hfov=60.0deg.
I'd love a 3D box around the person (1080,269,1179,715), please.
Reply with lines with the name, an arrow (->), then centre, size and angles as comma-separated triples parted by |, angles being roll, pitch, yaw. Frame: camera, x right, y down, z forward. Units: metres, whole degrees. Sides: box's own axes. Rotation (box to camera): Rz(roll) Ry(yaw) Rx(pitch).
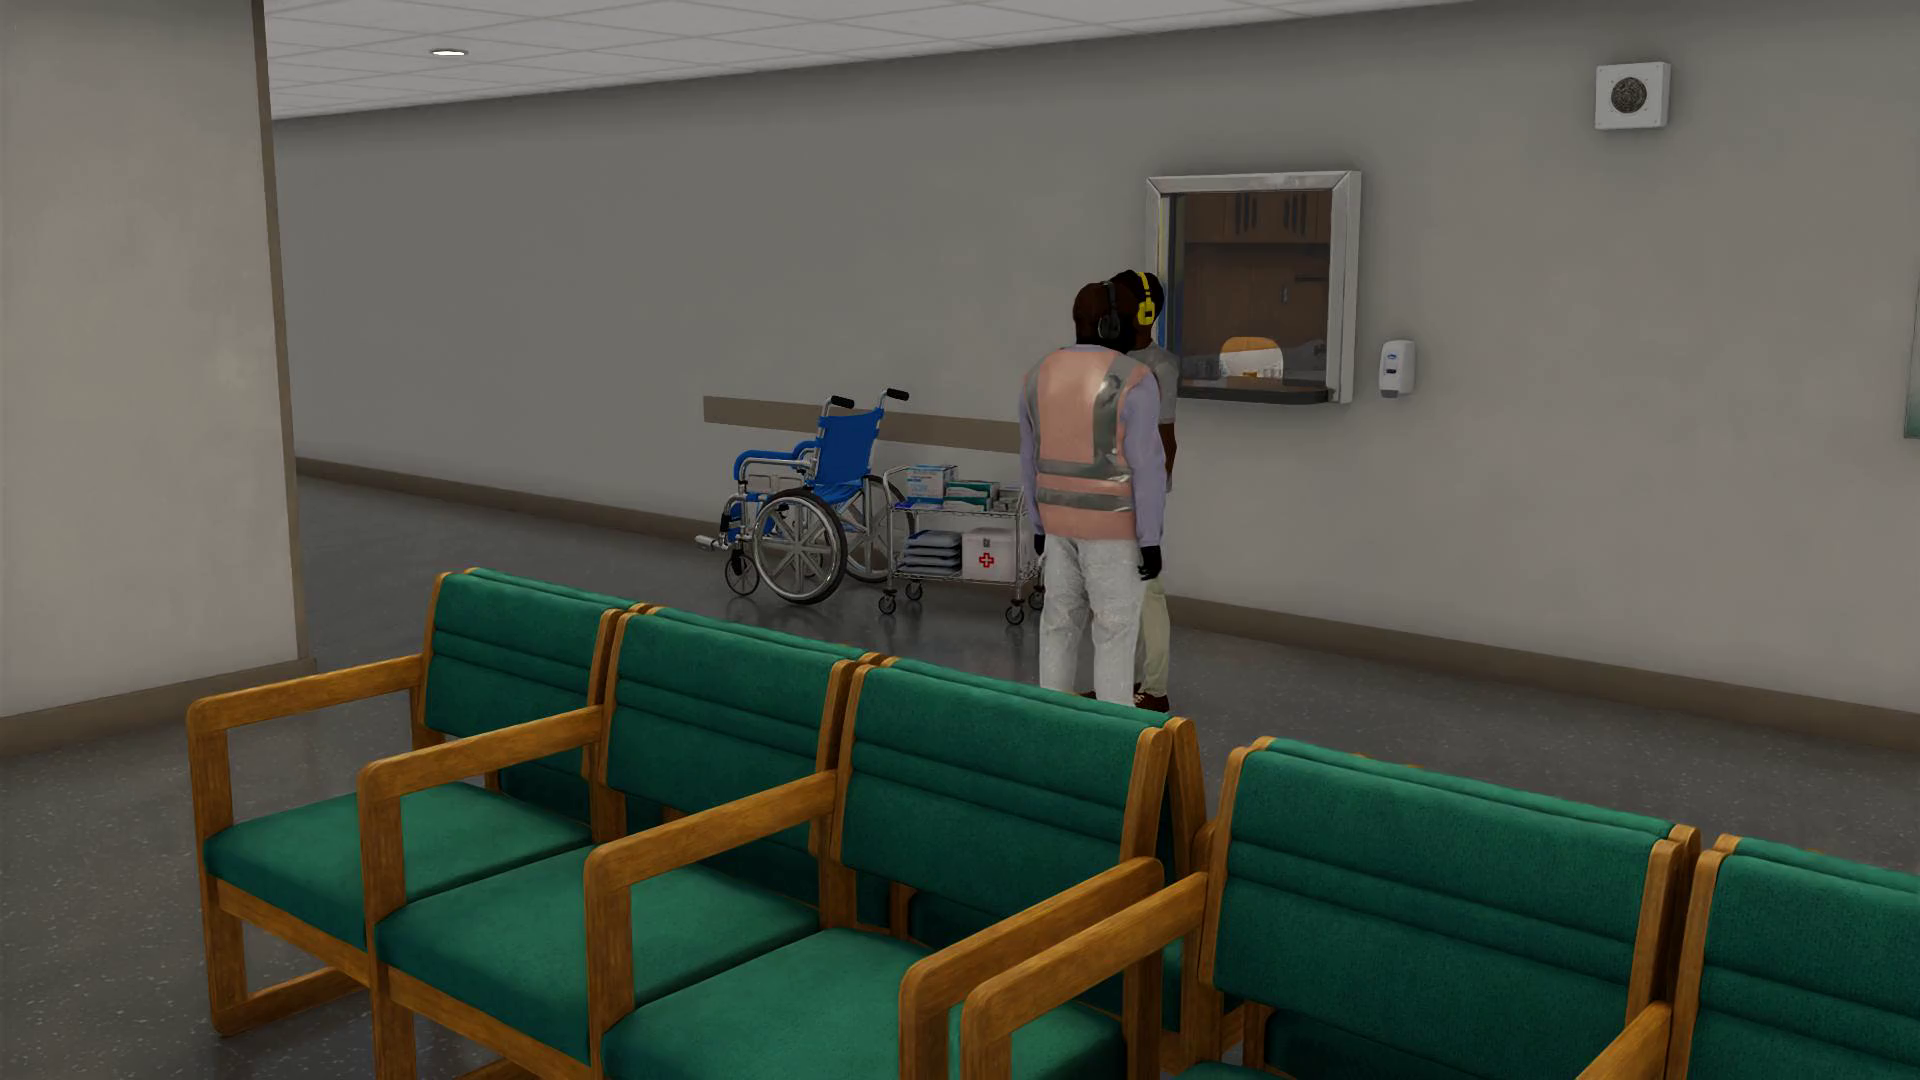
person -> 0.712, -0.179, 6.923 | 0.328, 1.872, 0.513 | -4, 11, -20

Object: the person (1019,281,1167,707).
person -> 0.514, -0.038, 6.209 | 0.626, 1.839, 0.430 | 10, 14, 44
